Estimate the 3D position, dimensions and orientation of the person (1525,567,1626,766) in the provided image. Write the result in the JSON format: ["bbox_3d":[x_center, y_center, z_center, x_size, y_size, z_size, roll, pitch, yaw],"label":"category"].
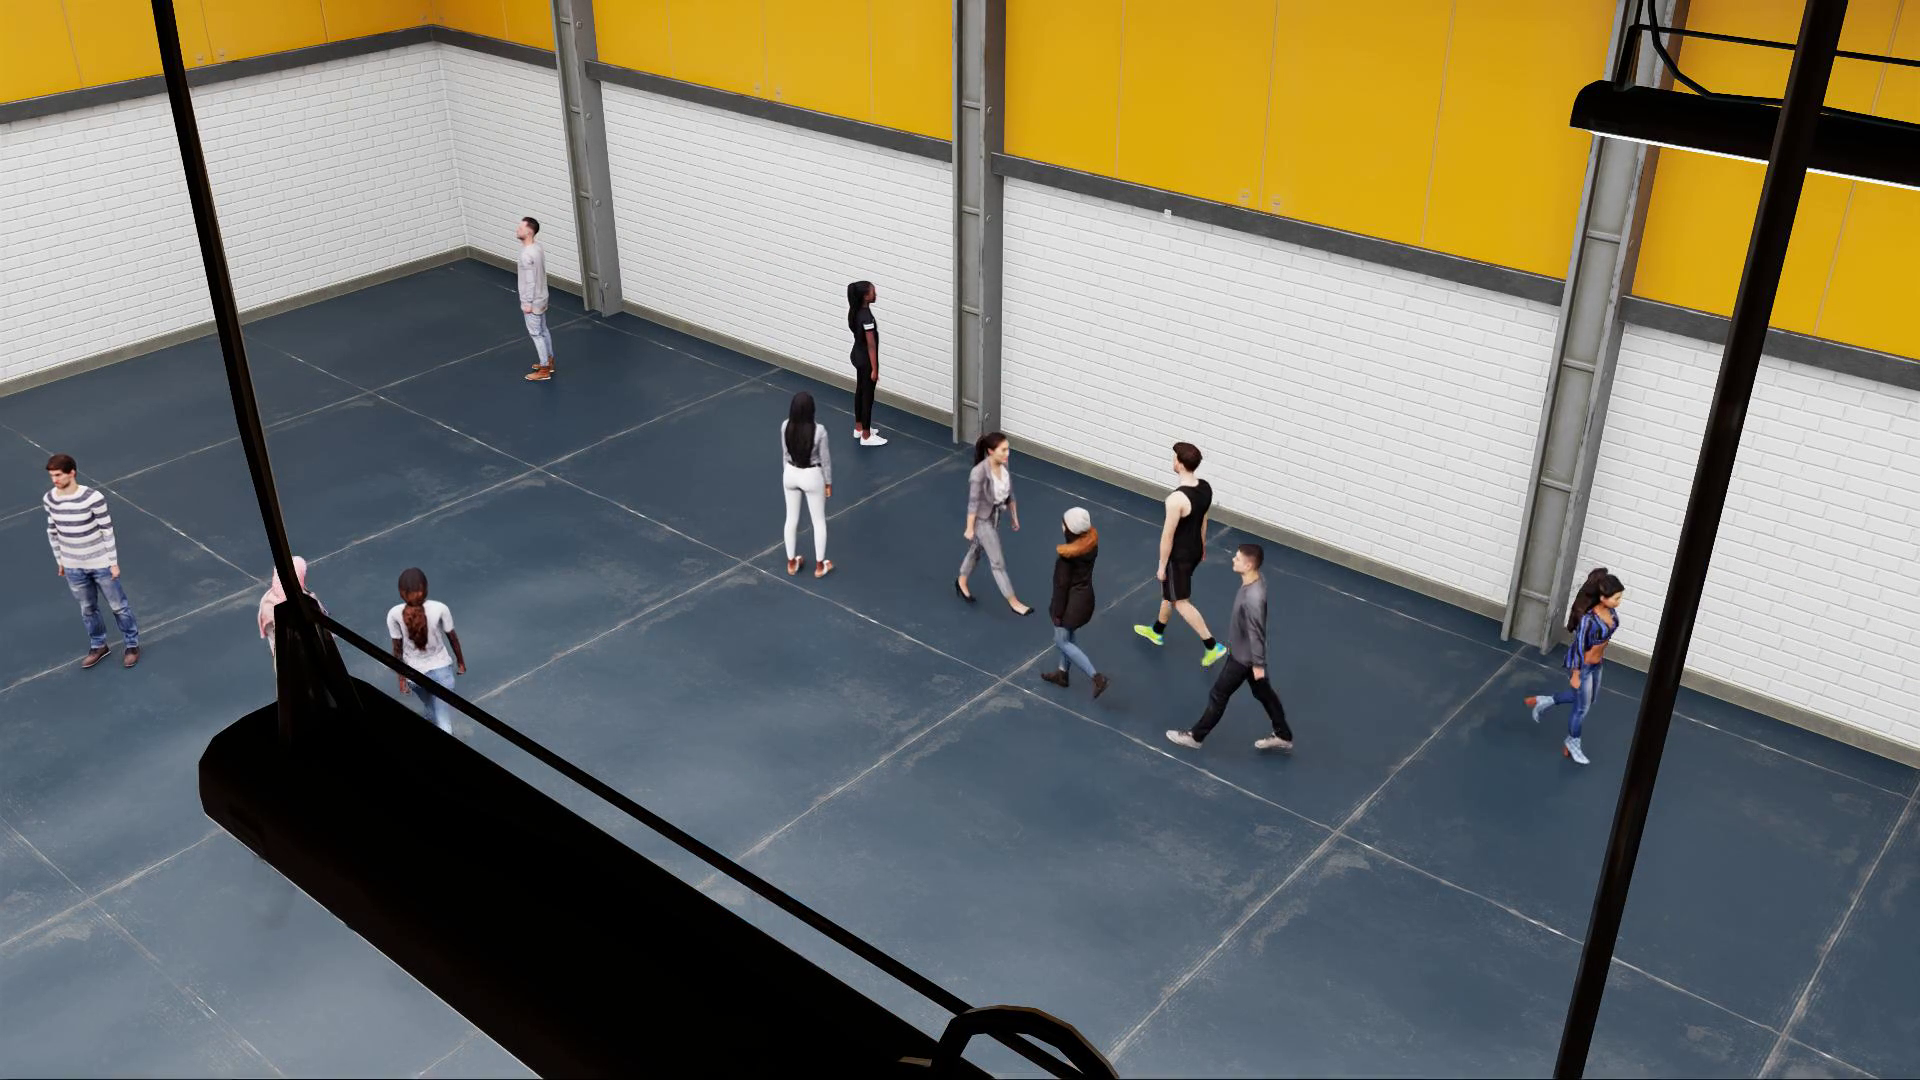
[{"bbox_3d":[4.476,0.894,12.098,0.691,1.613,0.856,-25,37,-37],"label":"person"}]

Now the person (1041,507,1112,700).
[{"bbox_3d":[0.922,0.501,12.809,0.930,1.622,0.689,17,33,28],"label":"person"}]

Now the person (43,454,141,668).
[{"bbox_3d":[-6.917,0.151,13.209,0.695,1.855,0.777,0,29,0],"label":"person"}]

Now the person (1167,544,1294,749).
[{"bbox_3d":[2.175,0.836,12.106,1.248,1.707,1.021,5,29,8],"label":"person"}]

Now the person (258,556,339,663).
[{"bbox_3d":[-4.654,0.988,11.757,1.034,1.775,1.027,3,29,5],"label":"person"}]

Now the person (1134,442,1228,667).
[{"bbox_3d":[1.824,0.142,13.213,1.129,1.866,0.667,21,35,34],"label":"person"}]

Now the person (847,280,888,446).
[{"bbox_3d":[-0.956,-1.821,16.956,0.759,1.729,0.649,-10,30,-17],"label":"person"}]

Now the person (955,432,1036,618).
[{"bbox_3d":[0.163,-0.159,14.014,1.106,1.627,0.672,20,35,33],"label":"person"}]

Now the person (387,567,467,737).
[{"bbox_3d":[-3.762,1.014,11.814,1.062,1.675,1.211,-6,29,-11],"label":"person"}]

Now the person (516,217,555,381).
[{"bbox_3d":[-4.718,-2.688,18.428,0.790,1.841,0.768,1,29,2],"label":"person"}]

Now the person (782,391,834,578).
[{"bbox_3d":[-1.358,-0.494,14.532,0.582,1.719,0.722,9,30,16],"label":"person"}]
